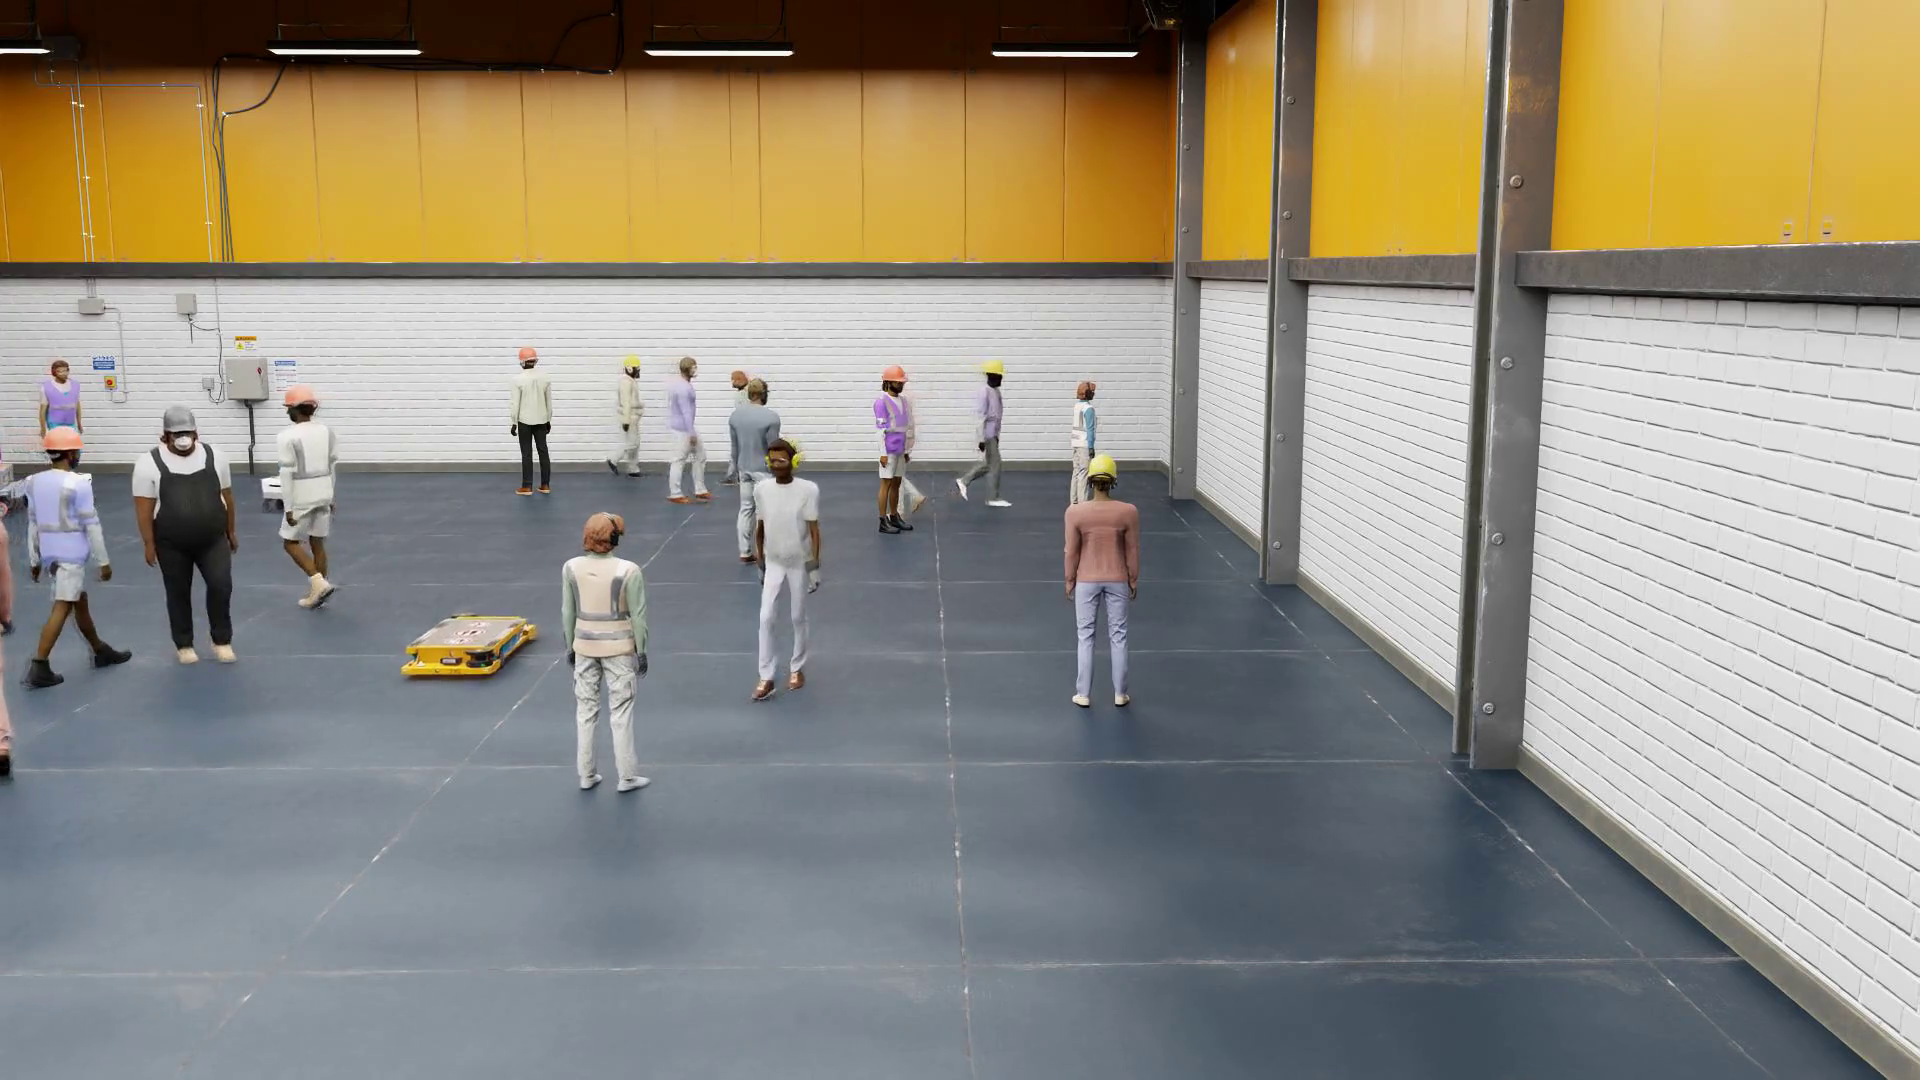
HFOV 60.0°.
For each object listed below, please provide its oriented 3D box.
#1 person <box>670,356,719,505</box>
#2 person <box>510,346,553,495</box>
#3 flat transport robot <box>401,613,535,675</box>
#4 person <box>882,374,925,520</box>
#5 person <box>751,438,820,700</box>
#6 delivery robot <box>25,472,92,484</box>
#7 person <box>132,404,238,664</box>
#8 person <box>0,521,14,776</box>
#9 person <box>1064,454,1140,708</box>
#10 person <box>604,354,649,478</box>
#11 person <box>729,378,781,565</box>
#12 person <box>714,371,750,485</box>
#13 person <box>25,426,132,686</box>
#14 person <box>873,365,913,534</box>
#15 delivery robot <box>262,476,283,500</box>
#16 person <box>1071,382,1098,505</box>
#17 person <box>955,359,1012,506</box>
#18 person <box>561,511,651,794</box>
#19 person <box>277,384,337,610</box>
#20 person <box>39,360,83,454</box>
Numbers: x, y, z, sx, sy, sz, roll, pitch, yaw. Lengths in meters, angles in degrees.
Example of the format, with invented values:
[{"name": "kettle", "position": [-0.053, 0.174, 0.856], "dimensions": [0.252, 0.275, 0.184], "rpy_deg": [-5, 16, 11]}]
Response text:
[{"name": "person", "position": [-3.398, -1.393, 21.339], "dimensions": [0.770, 1.913, 0.662], "rpy_deg": [-1, 9, -6]}, {"name": "person", "position": [-5.774, -1.605, 22.400], "dimensions": [0.612, 1.997, 0.375], "rpy_deg": [-9, 13, -44]}, {"name": "flat transport robot", "position": [-3.806, 0.797, 12.949], "dimensions": [0.652, 0.197, 1.431], "rpy_deg": [0, 9, -1]}, {"name": "person", "position": [-0.740, -1.136, 20.044], "dimensions": [0.474, 1.824, 0.653], "rpy_deg": [1, 9, 8]}, {"name": "person", "position": [-1.237, 0.207, 11.778], "dimensions": [0.516, 1.842, 0.804], "rpy_deg": [1, 9, 6]}, {"name": "delivery robot", "position": [-11.421, -0.718, 21.085], "dimensions": [0.707, 0.478, 0.477], "rpy_deg": [-3, 10, -15]}, {"name": "person", "position": [-5.861, -0.039, 12.662], "dimensions": [0.720, 2.000, 0.682], "rpy_deg": [-6, 11, -35]}, {"name": "person", "position": [-6.012, 0.486, 9.985], "dimensions": [0.640, 1.867, 0.950], "rpy_deg": [-7, 12, -38]}, {"name": "person", "position": [0.977, 0.288, 11.501], "dimensions": [0.525, 1.769, 0.309], "rpy_deg": [0, 9, -2]}, {"name": "person", "position": [-4.801, -1.770, 23.975], "dimensions": [0.536, 1.818, 0.606], "rpy_deg": [-1, 9, -6]}, {"name": "person", "position": [-2.065, -0.679, 16.942], "dimensions": [0.633, 1.933, 0.366], "rpy_deg": [6, 11, 32]}, {"name": "person", "position": [-3.164, -1.561, 23.307], "dimensions": [0.749, 1.601, 0.534], "rpy_deg": [-2, 10, -14]}, {"name": "person", "position": [-6.604, 0.102, 12.290], "dimensions": [0.568, 1.888, 1.001], "rpy_deg": [3, 10, 20]}, {"name": "person", "position": [-0.753, -1.045, 19.146], "dimensions": [0.362, 1.938, 0.545], "rpy_deg": [5, 11, 29]}, {"name": "delivery robot", "position": [-8.319, -0.660, 20.713], "dimensions": [0.707, 0.478, 0.477], "rpy_deg": [3, 10, 16]}, {"name": "person", "position": [1.551, -1.162, 20.812], "dimensions": [0.314, 1.629, 0.508], "rpy_deg": [-2, 10, -14]}, {"name": "person", "position": [0.310, -1.378, 21.312], "dimensions": [0.709, 1.902, 0.593], "rpy_deg": [3, 10, 16]}, {"name": "person", "position": [-2.052, 0.654, 9.640], "dimensions": [0.522, 1.638, 0.310], "rpy_deg": [2, 10, 15]}, {"name": "person", "position": [-5.741, -0.362, 14.692], "dimensions": [0.501, 2.023, 0.614], "rpy_deg": [6, 11, 32]}, {"name": "person", "position": [-12.411, -1.594, 22.945], "dimensions": [0.597, 1.802, 0.591], "rpy_deg": [5, 11, 30]}]
